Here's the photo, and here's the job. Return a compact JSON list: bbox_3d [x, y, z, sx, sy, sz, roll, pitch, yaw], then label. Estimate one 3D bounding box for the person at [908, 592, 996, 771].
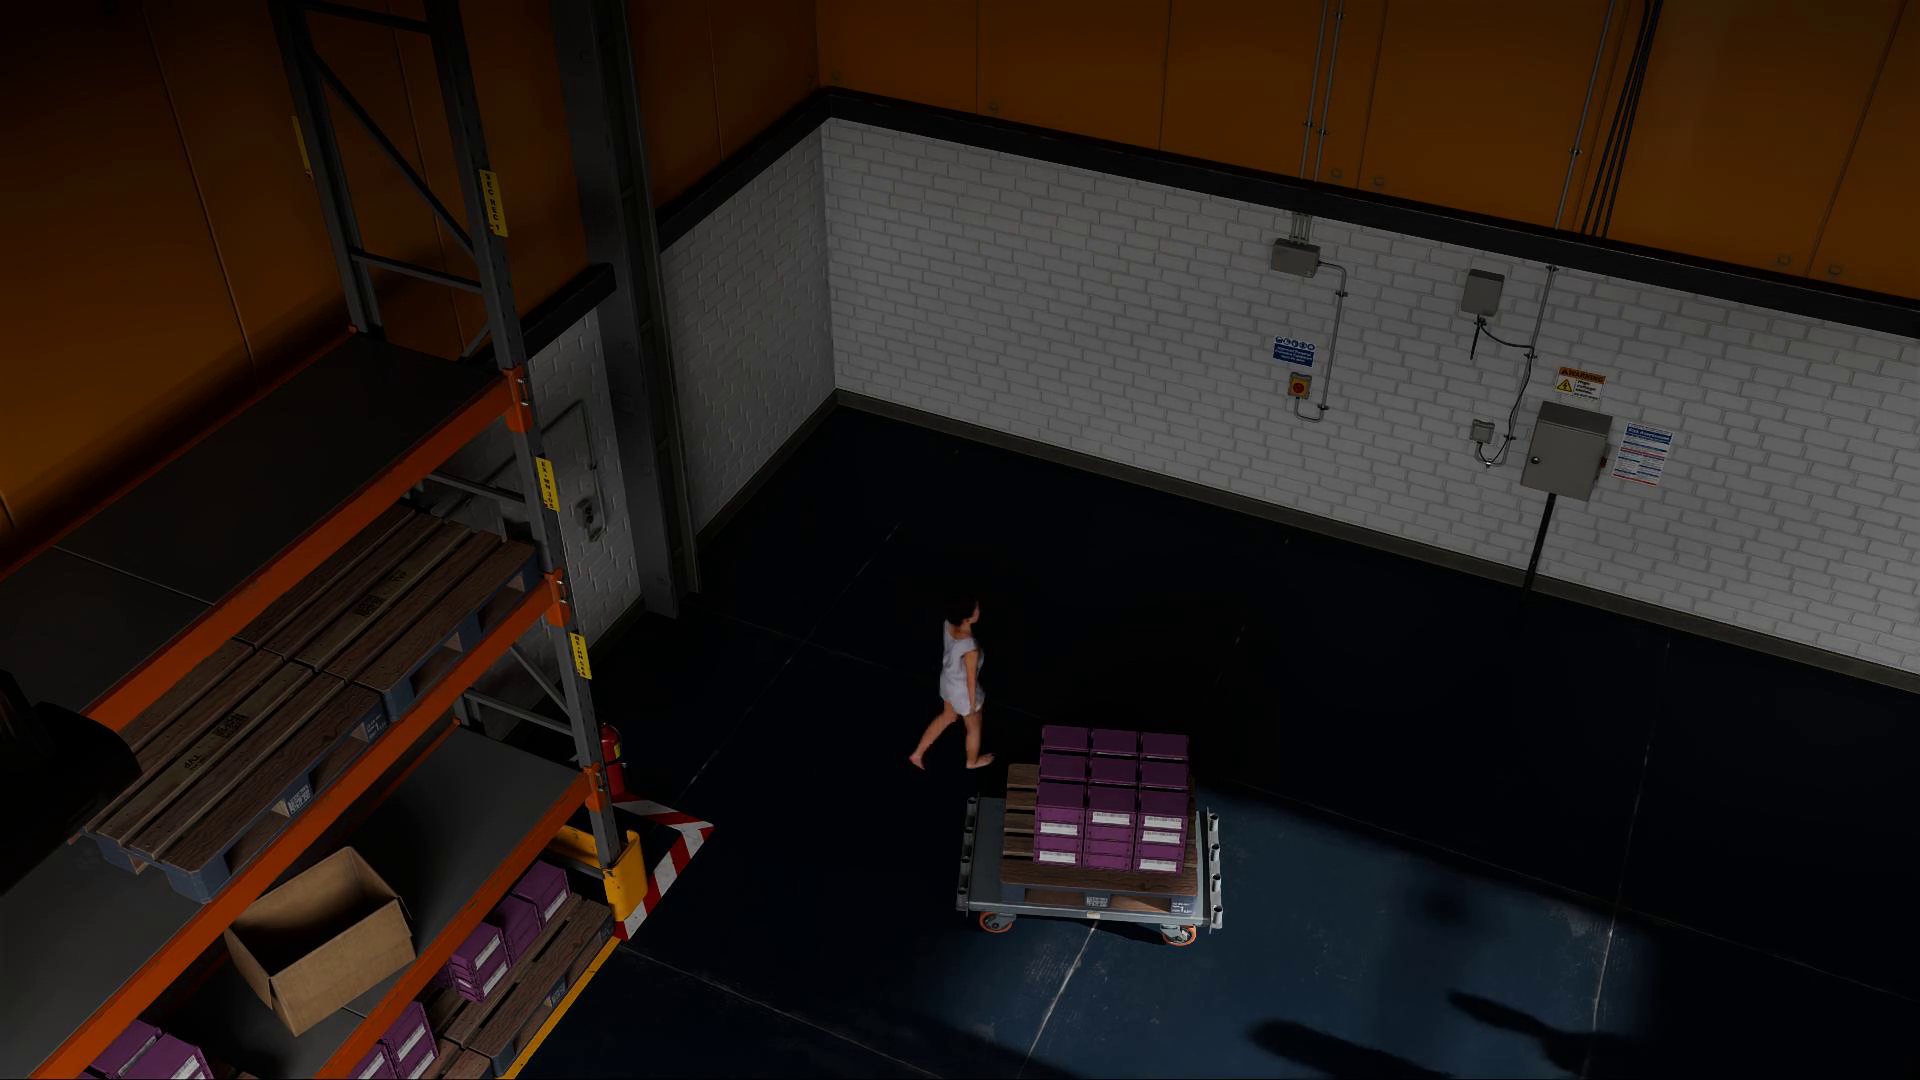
[{"bbox_3d":[-0.064,1.000,11.163,0.964,1.594,0.851,-19,42,-22],"label":"person"}]
